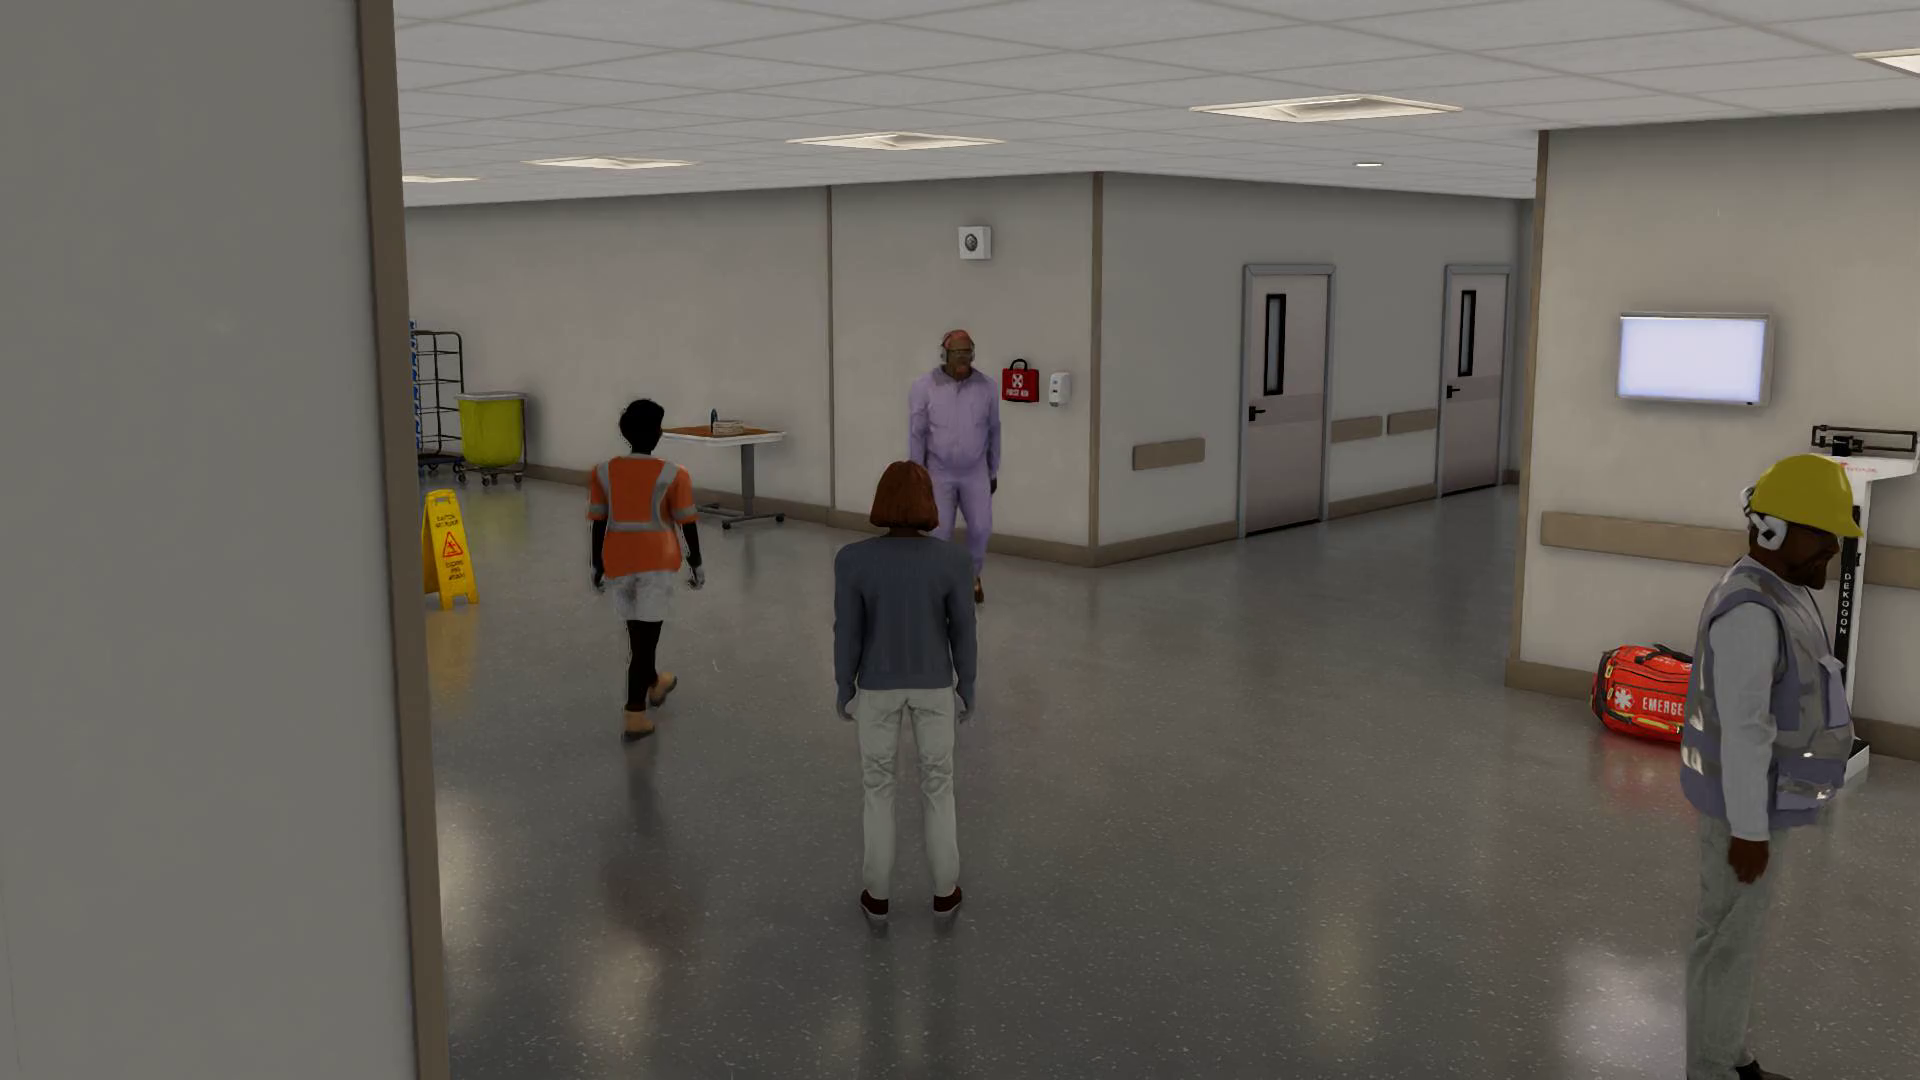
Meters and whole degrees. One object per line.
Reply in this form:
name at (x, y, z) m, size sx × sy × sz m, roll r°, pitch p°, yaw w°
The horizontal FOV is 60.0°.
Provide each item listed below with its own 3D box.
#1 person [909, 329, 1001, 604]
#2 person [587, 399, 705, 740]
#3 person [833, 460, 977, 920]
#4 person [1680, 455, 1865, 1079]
person at (-0.025, -0.461, 11.176) m, size 0.640 × 1.896 × 0.418 m, roll -2°, pitch 9°, yaw -10°
person at (-1.563, 0.117, 8.369) m, size 0.552 × 1.642 × 0.885 m, roll 2°, pitch 10°, yaw 14°
person at (-0.192, 0.533, 5.885) m, size 0.507 × 1.632 × 0.264 m, roll -1°, pitch 9°, yaw -3°
person at (2.135, 0.678, 4.425) m, size 0.404 × 1.823 × 0.592 m, roll 6°, pitch 11°, yaw 31°
